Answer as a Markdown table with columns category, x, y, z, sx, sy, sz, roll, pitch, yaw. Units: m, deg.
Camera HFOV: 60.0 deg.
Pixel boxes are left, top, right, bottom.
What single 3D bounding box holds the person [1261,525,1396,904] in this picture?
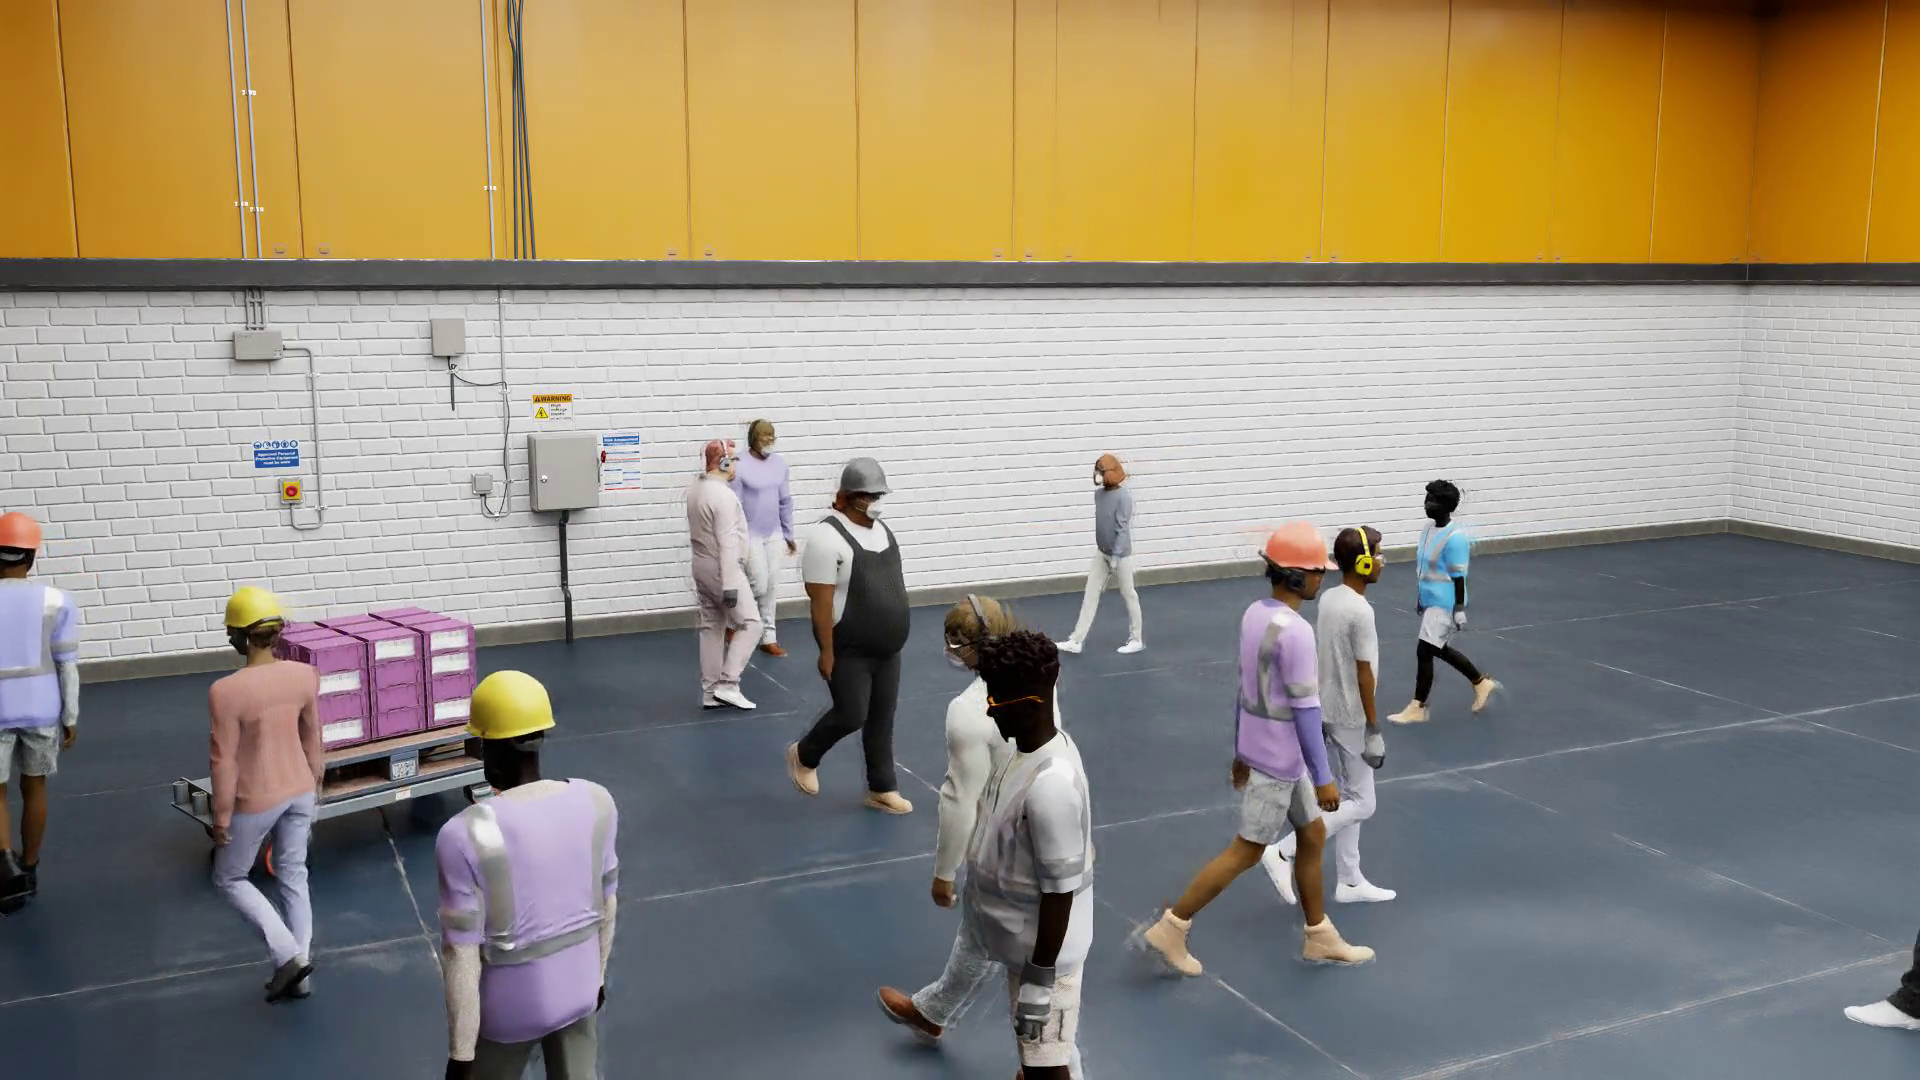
| category | x | y | z | sx | sy | sz | roll | pitch | yaw |
| --- | --- | --- | --- | --- | --- | --- | --- | --- | --- |
| person | 1.774 | 0.853 | 7.861 | 0.632 | 1.854 | 0.528 | -1 | 9 | -6 |

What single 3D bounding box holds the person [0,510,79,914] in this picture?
| category | x | y | z | sx | sy | sz | roll | pitch | yaw |
| --- | --- | --- | --- | --- | --- | --- | --- | --- | --- |
| person | -4.462 | 0.823 | 7.887 | 0.569 | 1.911 | 0.684 | -5 | 11 | -30 |

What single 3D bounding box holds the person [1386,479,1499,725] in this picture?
| category | x | y | z | sx | sy | sz | roll | pitch | yaw |
| --- | --- | --- | --- | --- | --- | --- | --- | --- | --- |
| person | 3.283 | 0.410 | 11.149 | 0.759 | 1.668 | 0.535 | -1 | 9 | -5 |

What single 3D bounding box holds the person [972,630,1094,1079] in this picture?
| category | x | y | z | sx | sy | sz | roll | pitch | yaw |
| --- | --- | --- | --- | --- | --- | --- | --- | --- | --- |
| person | 0.222 | 1.237 | 5.145 | 0.376 | 1.959 | 0.603 | 0 | 9 | -2 |

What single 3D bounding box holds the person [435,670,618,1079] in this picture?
| category | x | y | z | sx | sy | sz | roll | pitch | yaw |
| --- | --- | --- | --- | --- | --- | --- | --- | --- | --- |
| person | -1.328 | 1.304 | 4.895 | 0.833 | 1.897 | 0.613 | 9 | 13 | 44 |

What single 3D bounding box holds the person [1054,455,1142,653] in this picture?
| category | x | y | z | sx | sy | sz | roll | pitch | yaw |
| --- | --- | --- | --- | --- | --- | --- | --- | --- | --- |
| person | 1.129 | 0.132 | 13.104 | 0.820 | 1.592 | 0.513 | -6 | 11 | -31 |

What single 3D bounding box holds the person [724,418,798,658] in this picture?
| category | x | y | z | sx | sy | sz | roll | pitch | yaw |
| --- | --- | --- | --- | --- | --- | --- | --- | --- | --- |
| person | -1.643 | -0.019 | 13.096 | 0.564 | 1.918 | 0.628 | 7 | 11 | 37 |

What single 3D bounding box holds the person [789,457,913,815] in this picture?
| category | x | y | z | sx | sy | sz | roll | pitch | yaw |
| --- | --- | --- | --- | --- | --- | --- | --- | --- | --- |
| person | -0.583 | 0.524 | 9.319 | 0.679 | 2.000 | 0.696 | 7 | 12 | 38 |

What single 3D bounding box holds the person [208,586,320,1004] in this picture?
| category | x | y | z | sx | sy | sz | roll | pitch | yaw |
| --- | --- | --- | --- | --- | --- | --- | --- | --- | --- |
| person | -2.857 | 1.061 | 6.851 | 0.378 | 1.755 | 0.547 | 5 | 10 | 27 |

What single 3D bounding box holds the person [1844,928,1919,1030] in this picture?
| category | x | y | z | sx | sy | sz | roll | pitch | yaw |
| --- | --- | --- | --- | --- | --- | --- | --- | --- | --- |
| person | 4.140 | 1.063 | 6.515 | 0.992 | 1.874 | 0.594 | 4 | 10 | 22 |

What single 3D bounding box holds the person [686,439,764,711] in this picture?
| category | x | y | z | sx | sy | sz | roll | pitch | yaw |
| --- | --- | --- | --- | --- | --- | --- | --- | --- | --- |
| person | -1.610 | 0.246 | 11.489 | 0.478 | 1.891 | 0.674 | -5 | 11 | -29 |

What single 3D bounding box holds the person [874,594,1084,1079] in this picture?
| category | x | y | z | sx | sy | sz | roll | pitch | yaw |
| --- | --- | --- | --- | --- | --- | --- | --- | --- | --- |
| person | 0.065 | 1.114 | 6.156 | 1.017 | 1.879 | 0.651 | 5 | 11 | 29 |

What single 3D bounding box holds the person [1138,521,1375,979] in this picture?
| category | x | y | z | sx | sy | sz | roll | pitch | yaw |
| --- | --- | --- | --- | --- | --- | --- | --- | --- | --- |
| person | 1.273 | 0.910 | 7.111 | 1.045 | 2.002 | 0.612 | 0 | 9 | -3 |
